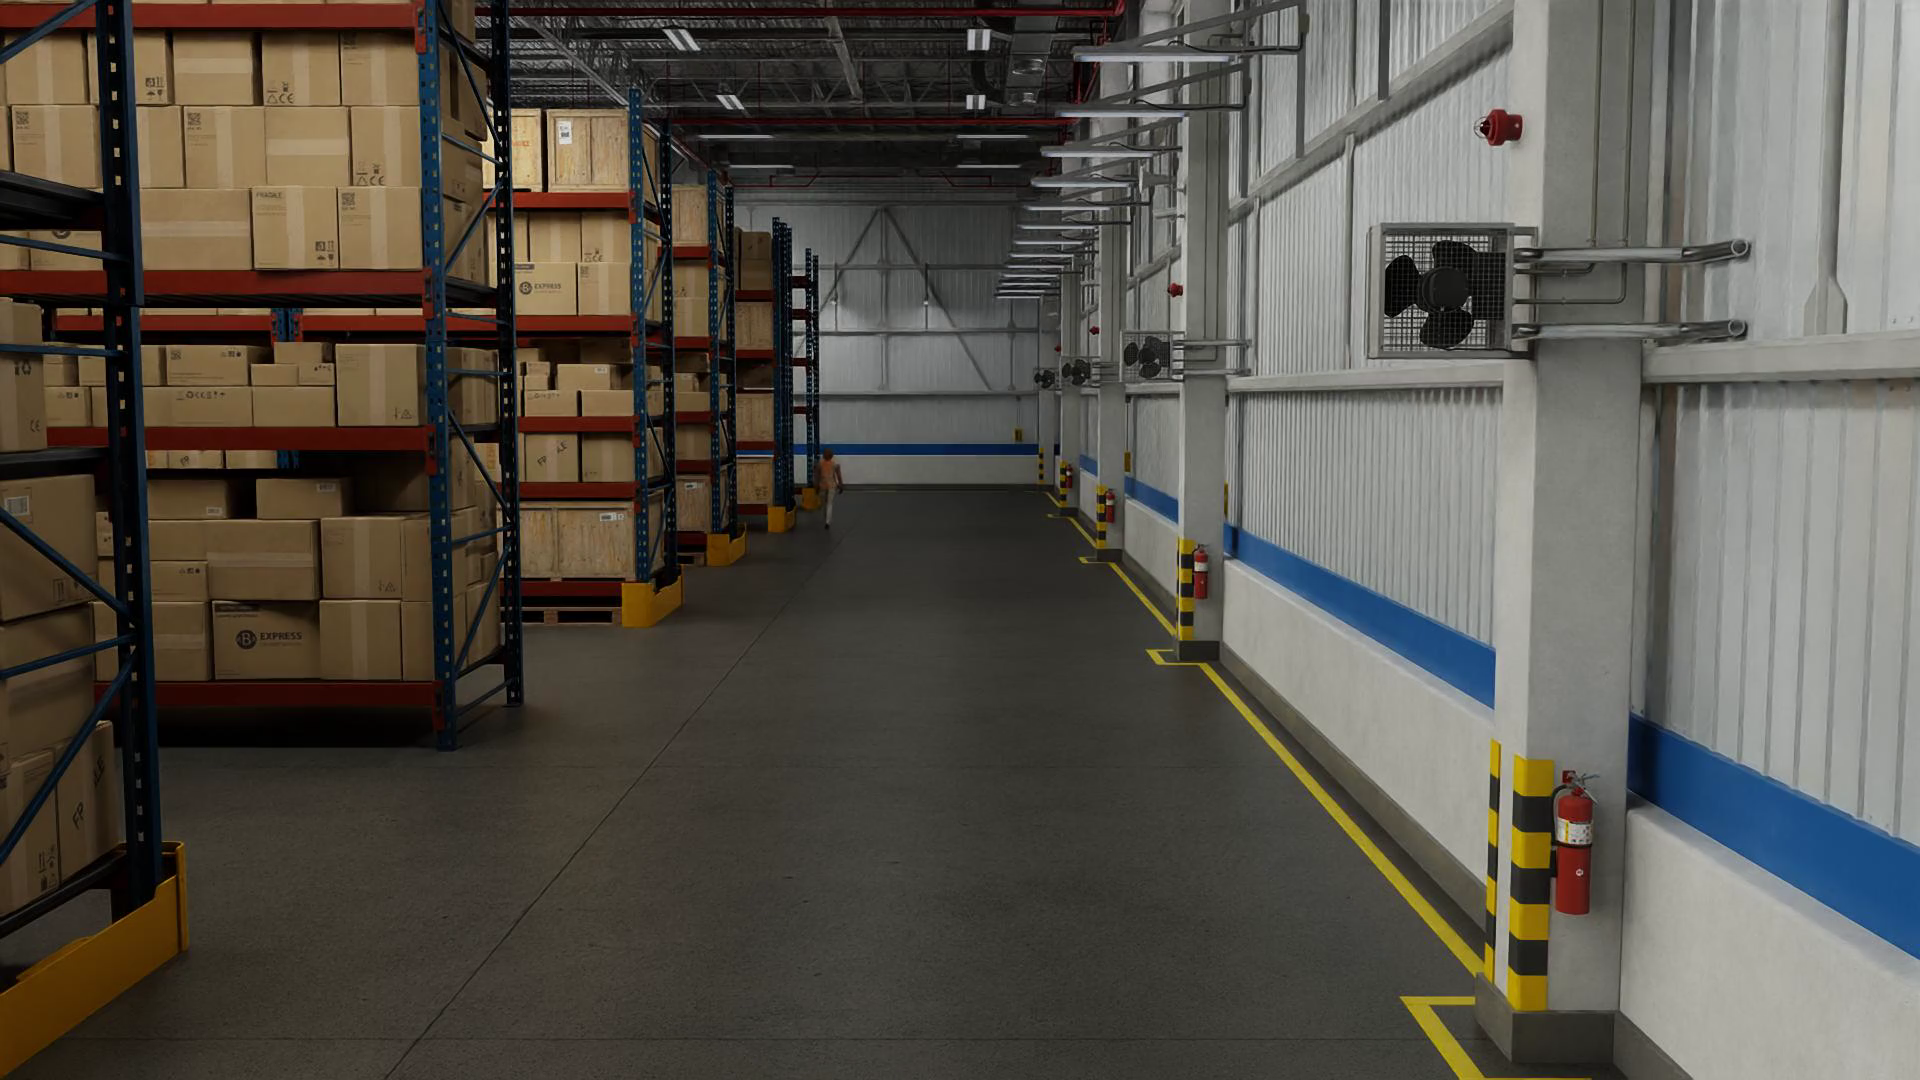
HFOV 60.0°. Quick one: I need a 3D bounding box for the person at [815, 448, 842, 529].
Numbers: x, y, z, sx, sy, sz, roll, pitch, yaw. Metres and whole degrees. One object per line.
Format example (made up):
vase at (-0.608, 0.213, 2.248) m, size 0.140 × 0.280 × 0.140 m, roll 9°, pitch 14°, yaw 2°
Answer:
person at (-2.638, -1.031, 33.280) m, size 0.527 × 1.605 × 0.810 m, roll 1°, pitch 5°, yaw 8°
